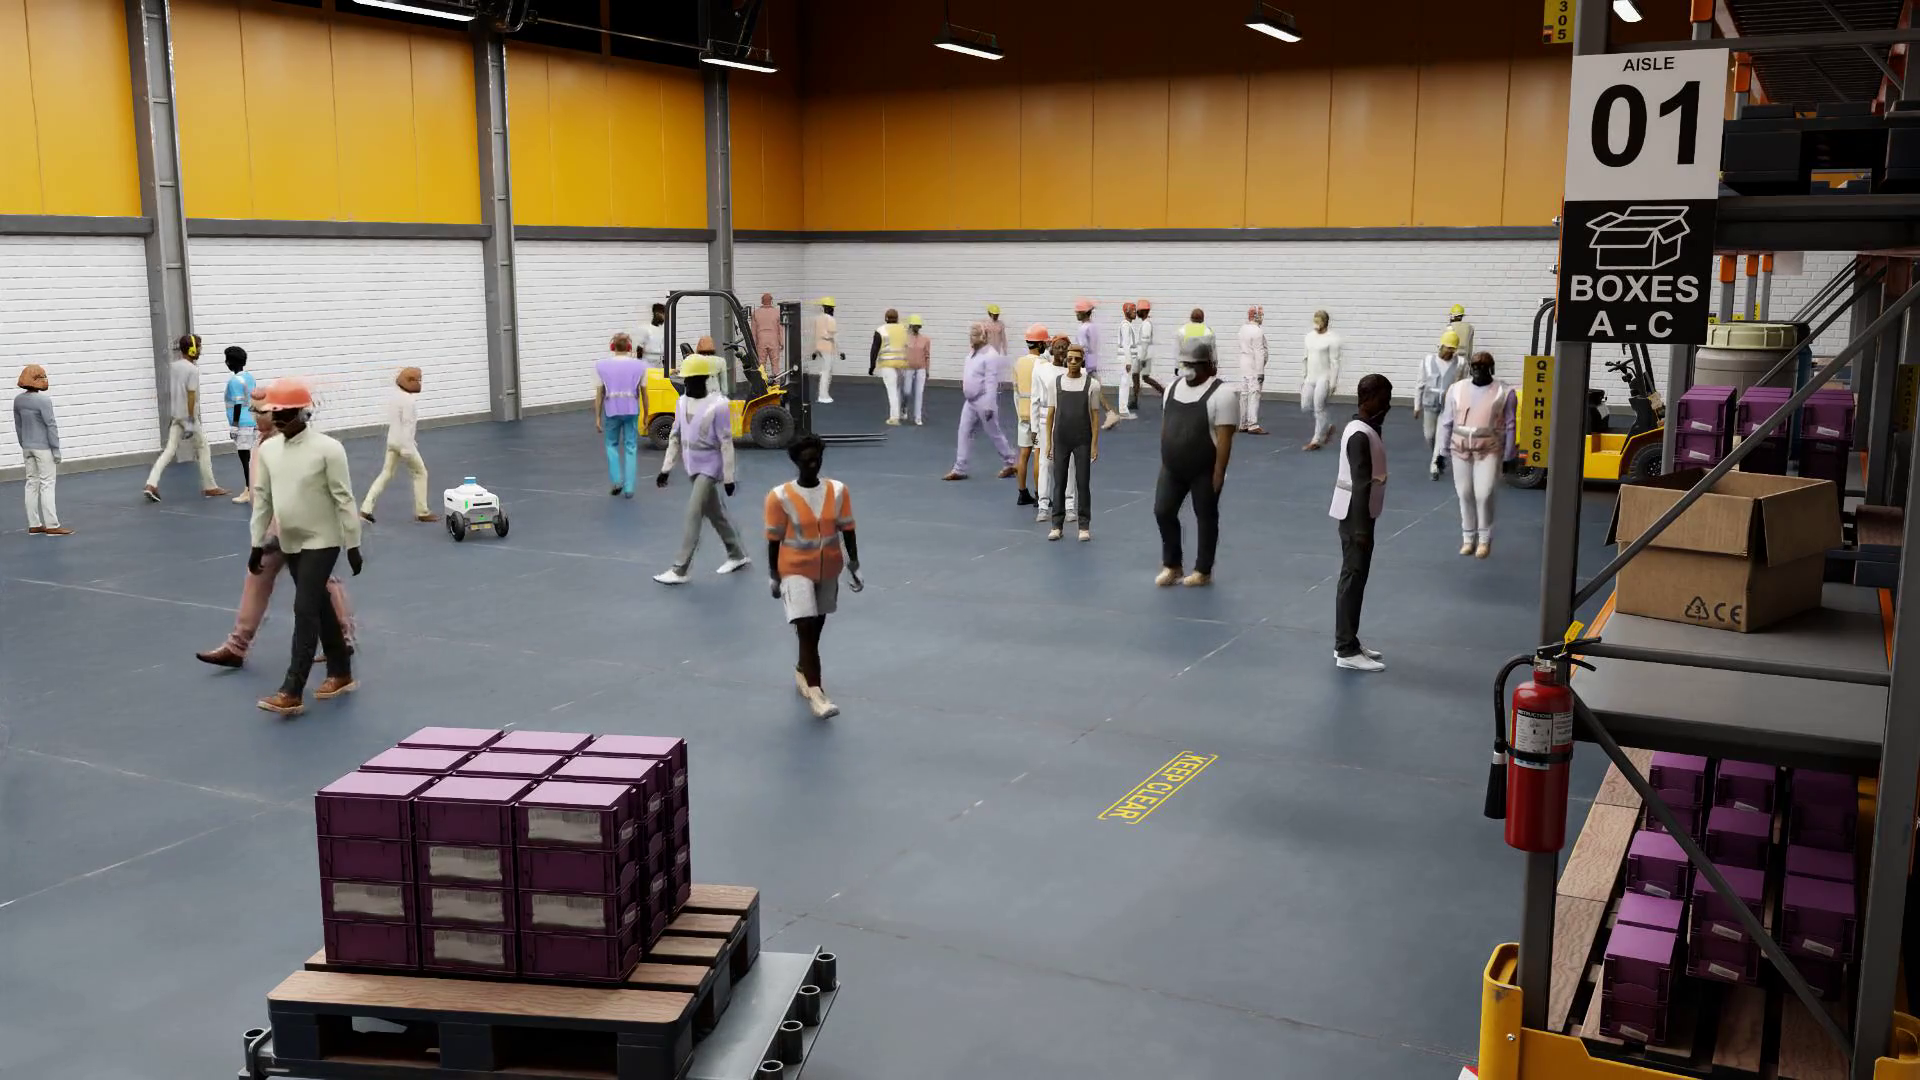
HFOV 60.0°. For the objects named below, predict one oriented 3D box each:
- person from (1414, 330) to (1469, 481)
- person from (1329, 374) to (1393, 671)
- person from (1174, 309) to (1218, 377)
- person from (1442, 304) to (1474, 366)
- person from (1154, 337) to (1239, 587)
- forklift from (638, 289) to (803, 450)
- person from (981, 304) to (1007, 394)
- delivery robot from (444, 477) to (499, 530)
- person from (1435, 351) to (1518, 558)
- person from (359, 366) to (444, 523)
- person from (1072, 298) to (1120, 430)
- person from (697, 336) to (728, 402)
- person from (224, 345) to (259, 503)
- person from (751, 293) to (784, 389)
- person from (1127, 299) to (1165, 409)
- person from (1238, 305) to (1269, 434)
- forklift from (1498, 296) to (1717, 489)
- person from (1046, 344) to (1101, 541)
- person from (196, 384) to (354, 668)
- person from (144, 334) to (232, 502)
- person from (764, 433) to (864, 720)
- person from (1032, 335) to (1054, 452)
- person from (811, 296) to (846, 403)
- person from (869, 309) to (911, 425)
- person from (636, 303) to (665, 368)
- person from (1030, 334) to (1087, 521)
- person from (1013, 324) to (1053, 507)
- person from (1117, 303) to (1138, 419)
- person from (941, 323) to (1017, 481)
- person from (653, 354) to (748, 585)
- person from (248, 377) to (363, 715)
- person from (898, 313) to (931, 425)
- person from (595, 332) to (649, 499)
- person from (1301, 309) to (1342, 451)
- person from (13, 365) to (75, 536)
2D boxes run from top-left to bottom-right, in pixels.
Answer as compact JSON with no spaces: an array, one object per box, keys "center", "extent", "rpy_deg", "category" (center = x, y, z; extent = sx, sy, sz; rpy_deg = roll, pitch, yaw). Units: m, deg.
[{"center":[5.737,-1.615,19.831],"extent":[0.612,1.781,0.749],"rpy_deg":[4,10,20],"category":"person"},{"center":[2.599,-0.124,10.820],"extent":[0.390,1.913,0.587],"rpy_deg":[2,10,13],"category":"person"},{"center":[3.768,-2.767,26.446],"extent":[0.665,1.794,0.925],"rpy_deg":[3,10,16],"category":"person"},{"center":[8.291,-3.029,27.854],"extent":[0.598,1.836,0.404],"rpy_deg":[-3,10,-17],"category":"person"},{"center":[1.831,-0.616,13.297],"extent":[0.713,2.000,0.642],"rpy_deg":[8,13,40],"category":"person"},{"center":[-3.358,-2.392,23.136],"extent":[2.313,2.155,1.214],"rpy_deg":[-1,10,-5],"category":"forklift"},{"center":[0.584,-3.681,31.950],"extent":[0.544,1.722,0.839],"rpy_deg":[-6,11,-30],"category":"person"},{"center":[-4.647,-0.354,15.808],"extent":[0.477,0.478,0.707],"rpy_deg":[-6,12,-33],"category":"delivery robot"},{"center":[4.538,-0.749,14.707],"extent":[0.631,1.824,0.570],"rpy_deg":[7,12,34],"category":"person"},{"center":[-5.601,-0.932,16.476],"extent":[0.785,1.578,0.523],"rpy_deg":[-8,12,-37],"category":"person"},{"center":[1.939,-2.646,25.142],"extent":[0.949,2.014,0.624],"rpy_deg":[6,12,33],"category":"person"},{"center":[-3.227,-1.799,21.323],"extent":[0.507,1.630,0.268],"rpy_deg":[-4,11,-22],"category":"person"},{"center":[-7.736,-1.245,17.934],"extent":[0.319,1.697,0.533],"rpy_deg":[-1,10,-6],"category":"person"},{"center":[-3.728,-3.833,32.308],"extent":[0.651,1.907,0.409],"rpy_deg":[-1,10,-4],"category":"person"},{"center":[3.225,-3.171,28.476],"extent":[0.845,1.910,0.551],"rpy_deg":[0,10,1],"category":"person"},{"center":[4.379,-2.528,24.740],"extent":[0.409,1.913,0.651],"rpy_deg":[-3,10,-15],"category":"person"},{"center":[7.296,-1.677,18.993],"extent":[2.313,2.155,1.214],"rpy_deg":[5,11,27],"category":"forklift"},{"center":[1.051,-0.907,15.550],"extent":[0.507,1.847,0.345],"rpy_deg":[2,10,10],"category":"person"},{"center":[-4.406,-0.076,10.729],"extent":[0.633,1.850,0.959],"rpy_deg":[8,12,38],"category":"person"},{"center":[-8.480,-1.326,18.071],"extent":[0.581,1.824,0.966],"rpy_deg":[6,12,32],"category":"person"},{"center":[-0.855,0.191,9.744],"extent":[0.533,1.644,0.875],"rpy_deg":[-6,11,-30],"category":"person"},{"center":[1.140,-1.993,22.471],"extent":[0.321,1.631,0.523],"rpy_deg":[3,10,16],"category":"person"},{"center":[-2.368,-3.410,29.861],"extent":[0.588,1.902,0.601],"rpy_deg":[-6,12,-32],"category":"person"},{"center":[-1.098,-2.728,26.187],"extent":[0.656,1.799,0.784],"rpy_deg":[-5,11,-26],"category":"person"},{"center":[-4.691,-2.624,25.275],"extent":[0.368,1.927,0.702],"rpy_deg":[5,11,28],"category":"person"},{"center":[0.988,-1.122,16.682],"extent":[0.575,1.885,0.355],"rpy_deg":[0,10,-2],"category":"person"},{"center":[0.803,-1.314,17.636],"extent":[0.357,1.938,0.542],"rpy_deg":[-8,13,-40],"category":"person"},{"center":[2.727,-2.909,27.023],"extent":[0.342,1.883,0.587],"rpy_deg":[1,10,5],"category":"person"},{"center":[0.269,-1.635,19.731],"extent":[0.971,1.866,0.654],"rpy_deg":[-6,11,-30],"category":"person"},{"center":[-2.112,-0.593,13.663],"extent":[1.014,1.877,0.605],"rpy_deg":[-9,13,-43],"category":"person"},{"center":[-3.932,0.035,9.747],"extent":[0.655,1.955,0.940],"rpy_deg":[5,11,25],"category":"person"},{"center":[-0.742,-2.692,26.154],"extent":[0.536,1.747,0.597],"rpy_deg":[-3,10,-17],"category":"person"},{"center":[-3.708,-1.369,18.270],"extent":[0.590,1.824,0.528],"rpy_deg":[-3,10,-15],"category":"person"},{"center":[4.923,-2.167,22.614],"extent":[0.564,1.928,0.646],"rpy_deg":[-6,12,-32],"category":"person"},{"center":[-8.752,-0.850,15.828],"extent":[0.497,1.633,0.284],"rpy_deg":[4,11,23],"category":"person"}]
